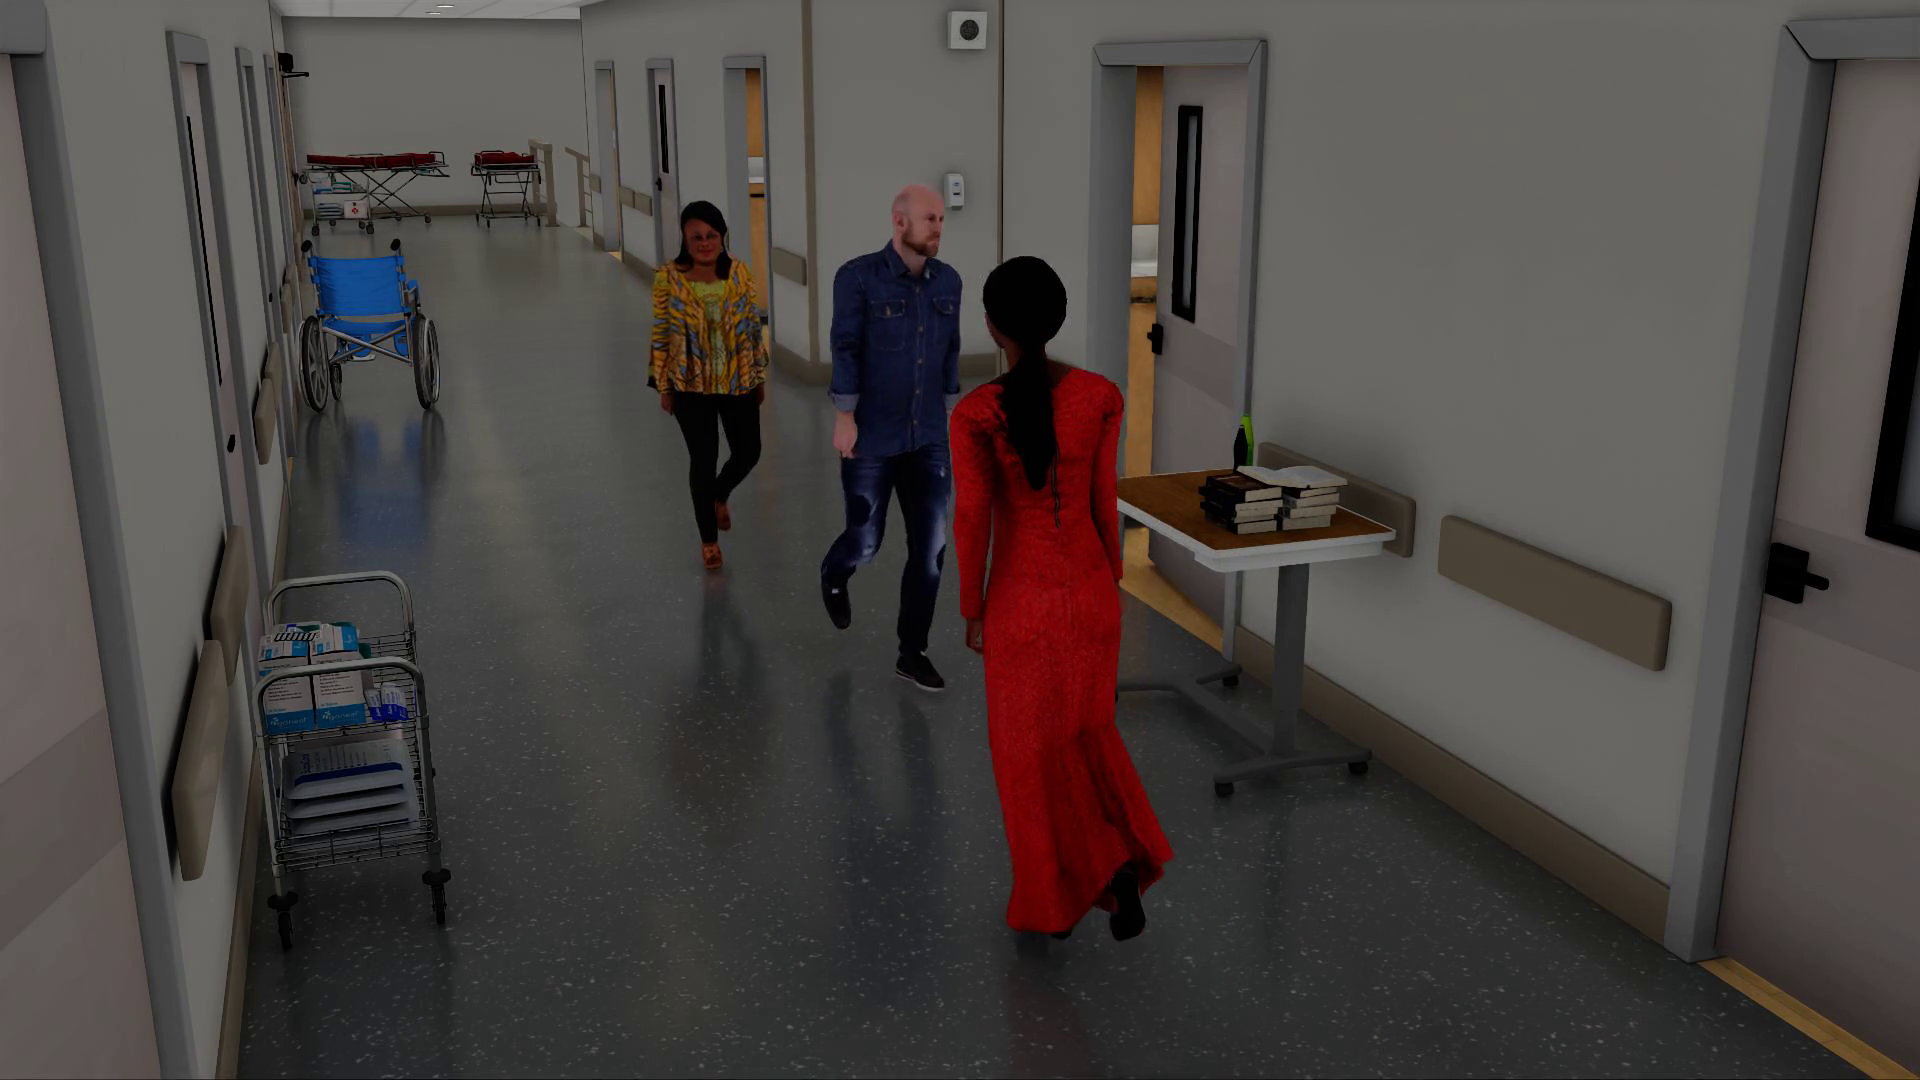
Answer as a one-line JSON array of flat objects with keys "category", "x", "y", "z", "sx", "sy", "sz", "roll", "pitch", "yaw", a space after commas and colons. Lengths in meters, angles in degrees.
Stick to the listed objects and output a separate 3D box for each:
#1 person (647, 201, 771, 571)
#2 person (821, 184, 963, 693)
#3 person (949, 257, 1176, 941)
[{"category": "person", "x": -1.138, "y": -0.703, "z": 7.555, "sx": 0.722, "sy": 1.643, "sz": 0.798, "roll": -7, "pitch": 17, "yaw": -23}, {"category": "person", "x": -0.277, "y": -0.370, "z": 6.087, "sx": 0.836, "sy": 1.799, "sz": 1.081, "roll": -8, "pitch": 18, "yaw": -27}, {"category": "person", "x": 0.243, "y": 0.227, "z": 4.033, "sx": 0.638, "sy": 1.763, "sz": 0.794, "roll": -5, "pitch": 17, "yaw": -18}]
